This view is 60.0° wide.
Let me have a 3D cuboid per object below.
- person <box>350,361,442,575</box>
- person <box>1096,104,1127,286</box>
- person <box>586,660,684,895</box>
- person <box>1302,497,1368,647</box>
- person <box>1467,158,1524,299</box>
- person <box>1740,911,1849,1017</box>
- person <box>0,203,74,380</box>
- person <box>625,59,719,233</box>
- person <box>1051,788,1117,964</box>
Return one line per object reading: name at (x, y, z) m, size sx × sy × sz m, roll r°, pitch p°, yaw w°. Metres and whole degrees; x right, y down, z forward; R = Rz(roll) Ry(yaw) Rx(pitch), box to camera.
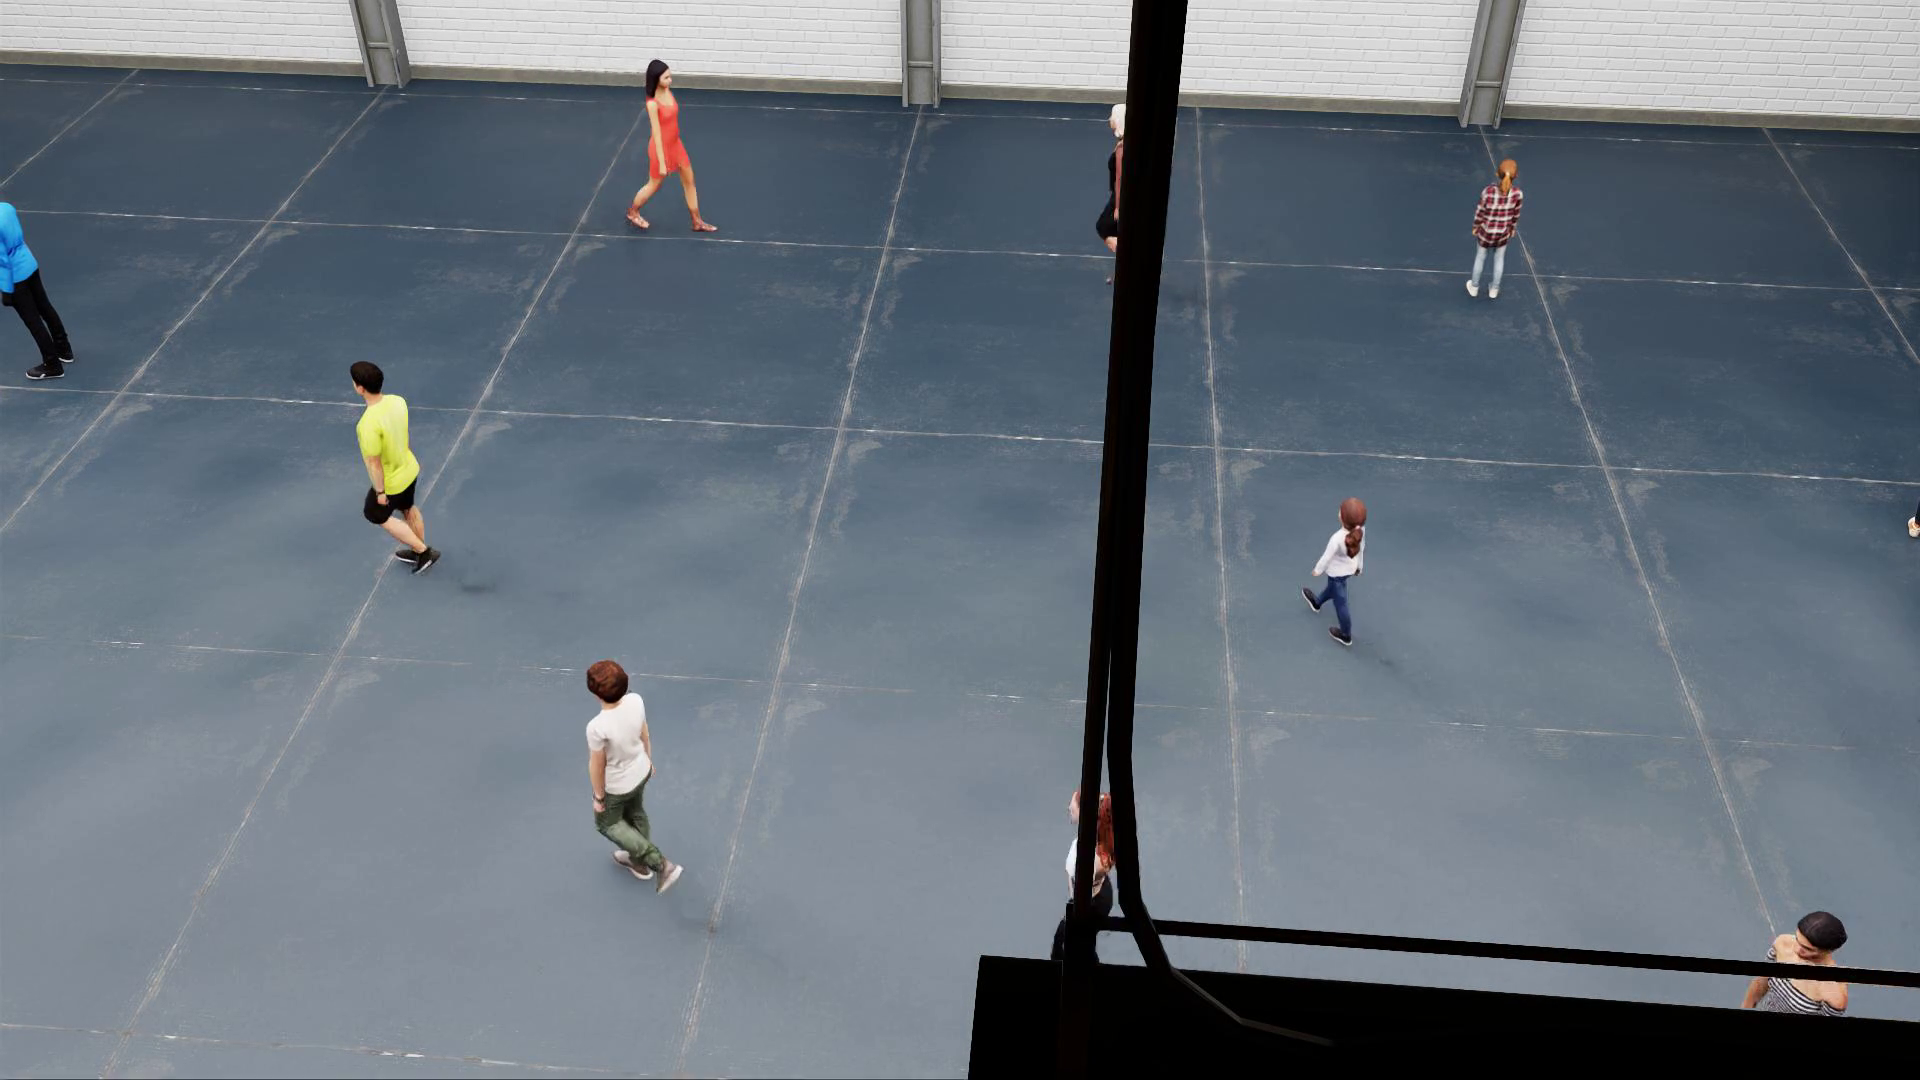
person at (-3.834, -0.457, 11.433) m, size 0.762 × 1.694 × 0.707 m, roll 10°, pitch 40°, yaw 13°
person at (1.514, -2.969, 14.547) m, size 0.769 × 1.733 × 0.709 m, roll 15°, pitch 41°, yaw 18°
person at (-1.810, 1.356, 9.205) m, size 0.925 × 1.643 × 0.792 m, roll 23°, pitch 44°, yaw 26°
person at (2.577, 0.221, 11.071) m, size 0.741 × 1.086 × 0.792 m, roll -26°, pitch 46°, yaw -29°
person at (4.699, -2.733, 14.594) m, size 0.463 × 1.307 × 0.593 m, roll 5°, pitch 39°, yaw 6°
person at (3.961, 2.359, 7.823) m, size 0.853 × 1.801 × 0.783 m, roll -13°, pitch 40°, yaw -16°
person at (-7.608, -2.148, 13.465) m, size 0.574 × 1.801 × 0.631 m, roll -1°, pitch 39°, yaw -2°
person at (-2.812, -3.588, 15.364) m, size 1.151 × 1.682 × 0.697 m, roll 8°, pitch 39°, yaw 10°
person at (0.737, 1.902, 8.449) m, size 0.790 × 1.733 × 0.705 m, roll 16°, pitch 41°, yaw 19°
